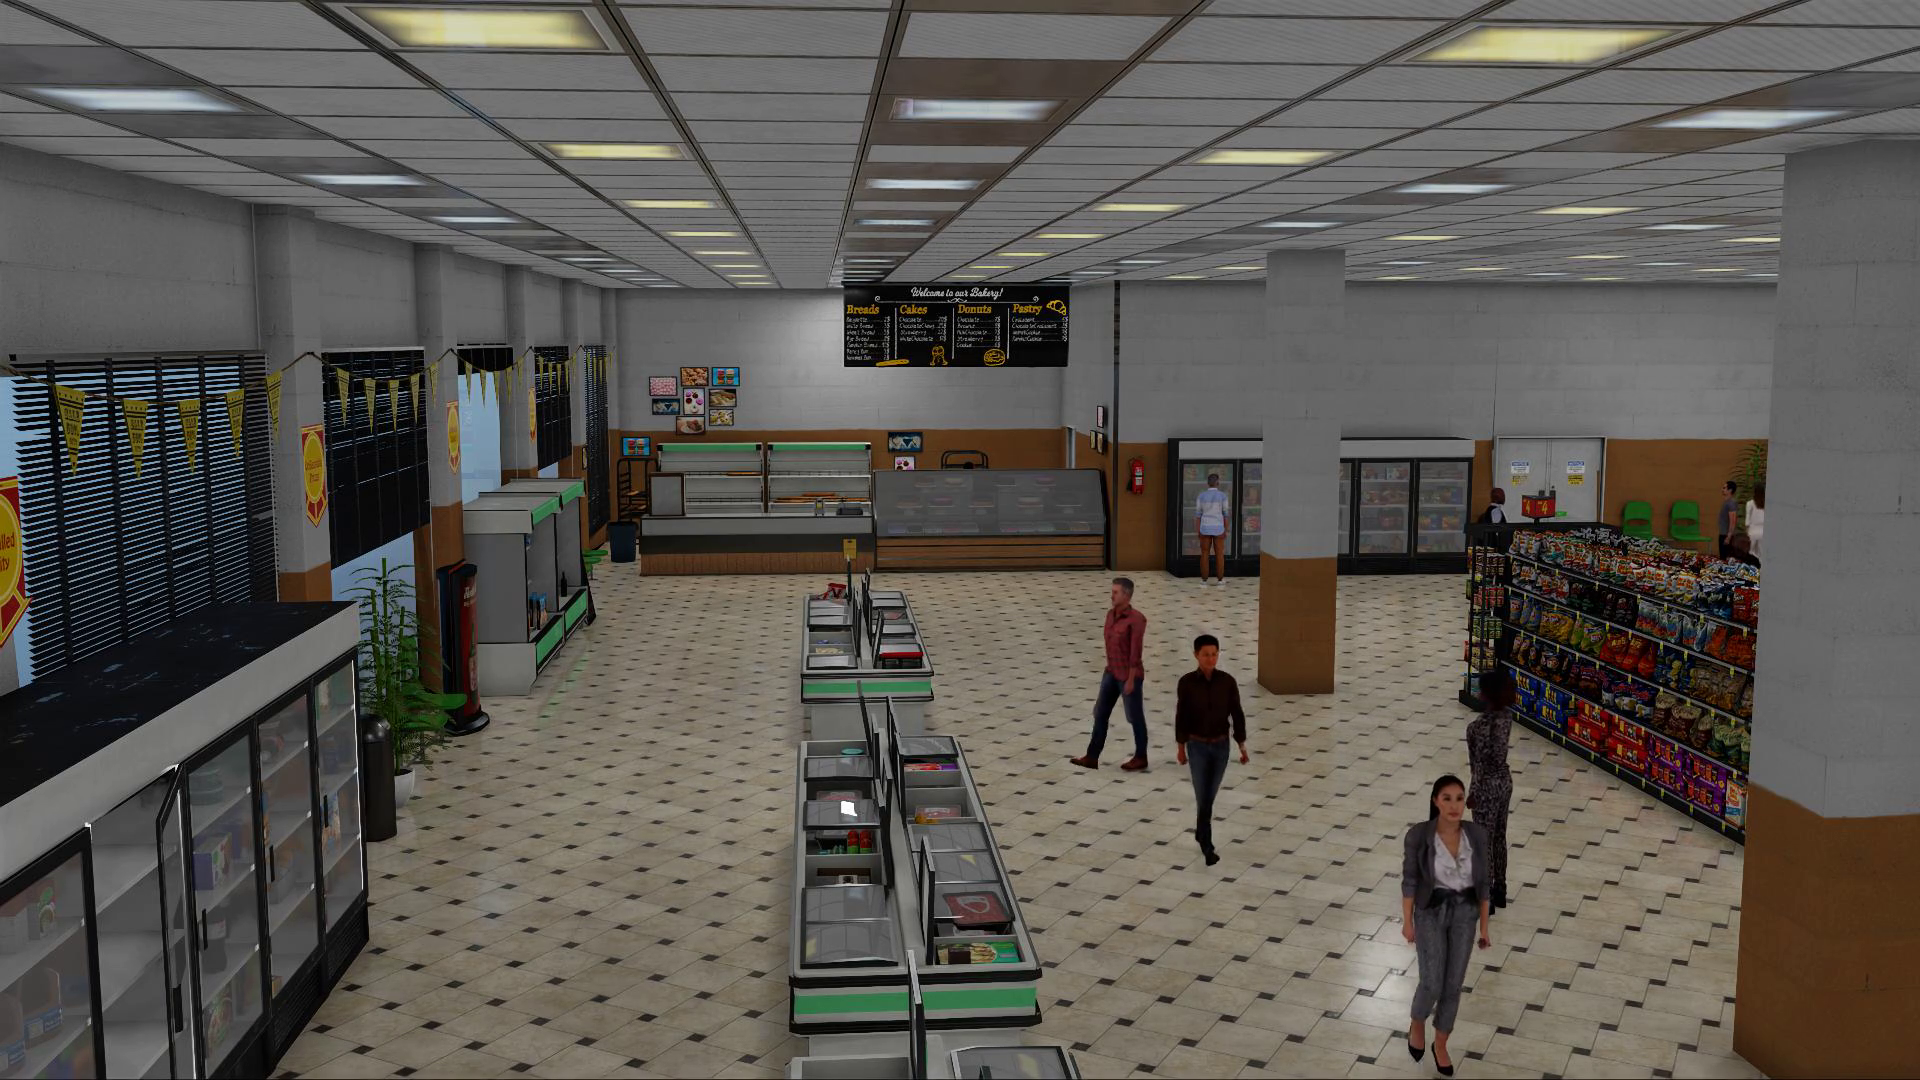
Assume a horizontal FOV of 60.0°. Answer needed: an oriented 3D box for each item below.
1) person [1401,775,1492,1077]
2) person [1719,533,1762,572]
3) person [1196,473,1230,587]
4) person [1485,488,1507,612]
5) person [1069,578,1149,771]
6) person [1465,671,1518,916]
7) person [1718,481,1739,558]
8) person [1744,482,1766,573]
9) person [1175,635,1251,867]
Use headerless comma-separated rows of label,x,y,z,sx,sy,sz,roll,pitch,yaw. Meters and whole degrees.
person,2.641,2.086,9.130,0.599,1.668,0.569,-1,7,-4
person,8.879,0.810,19.101,0.675,1.810,0.675,-1,7,-4
person,4.124,-0.177,27.207,0.739,1.825,0.647,1,7,9
person,7.915,0.126,24.683,0.752,1.829,0.552,1,7,5
person,1.599,1.253,15.453,1.040,1.806,1.072,-4,8,-31
person,3.724,1.755,11.670,0.681,1.717,0.730,-7,10,-44
person,12.321,-0.078,26.679,0.747,1.754,0.601,2,7,15
person,13.039,-0.094,27.118,0.650,1.681,0.617,1,7,5
person,1.902,1.607,12.856,0.656,1.726,1.111,-1,7,-6
